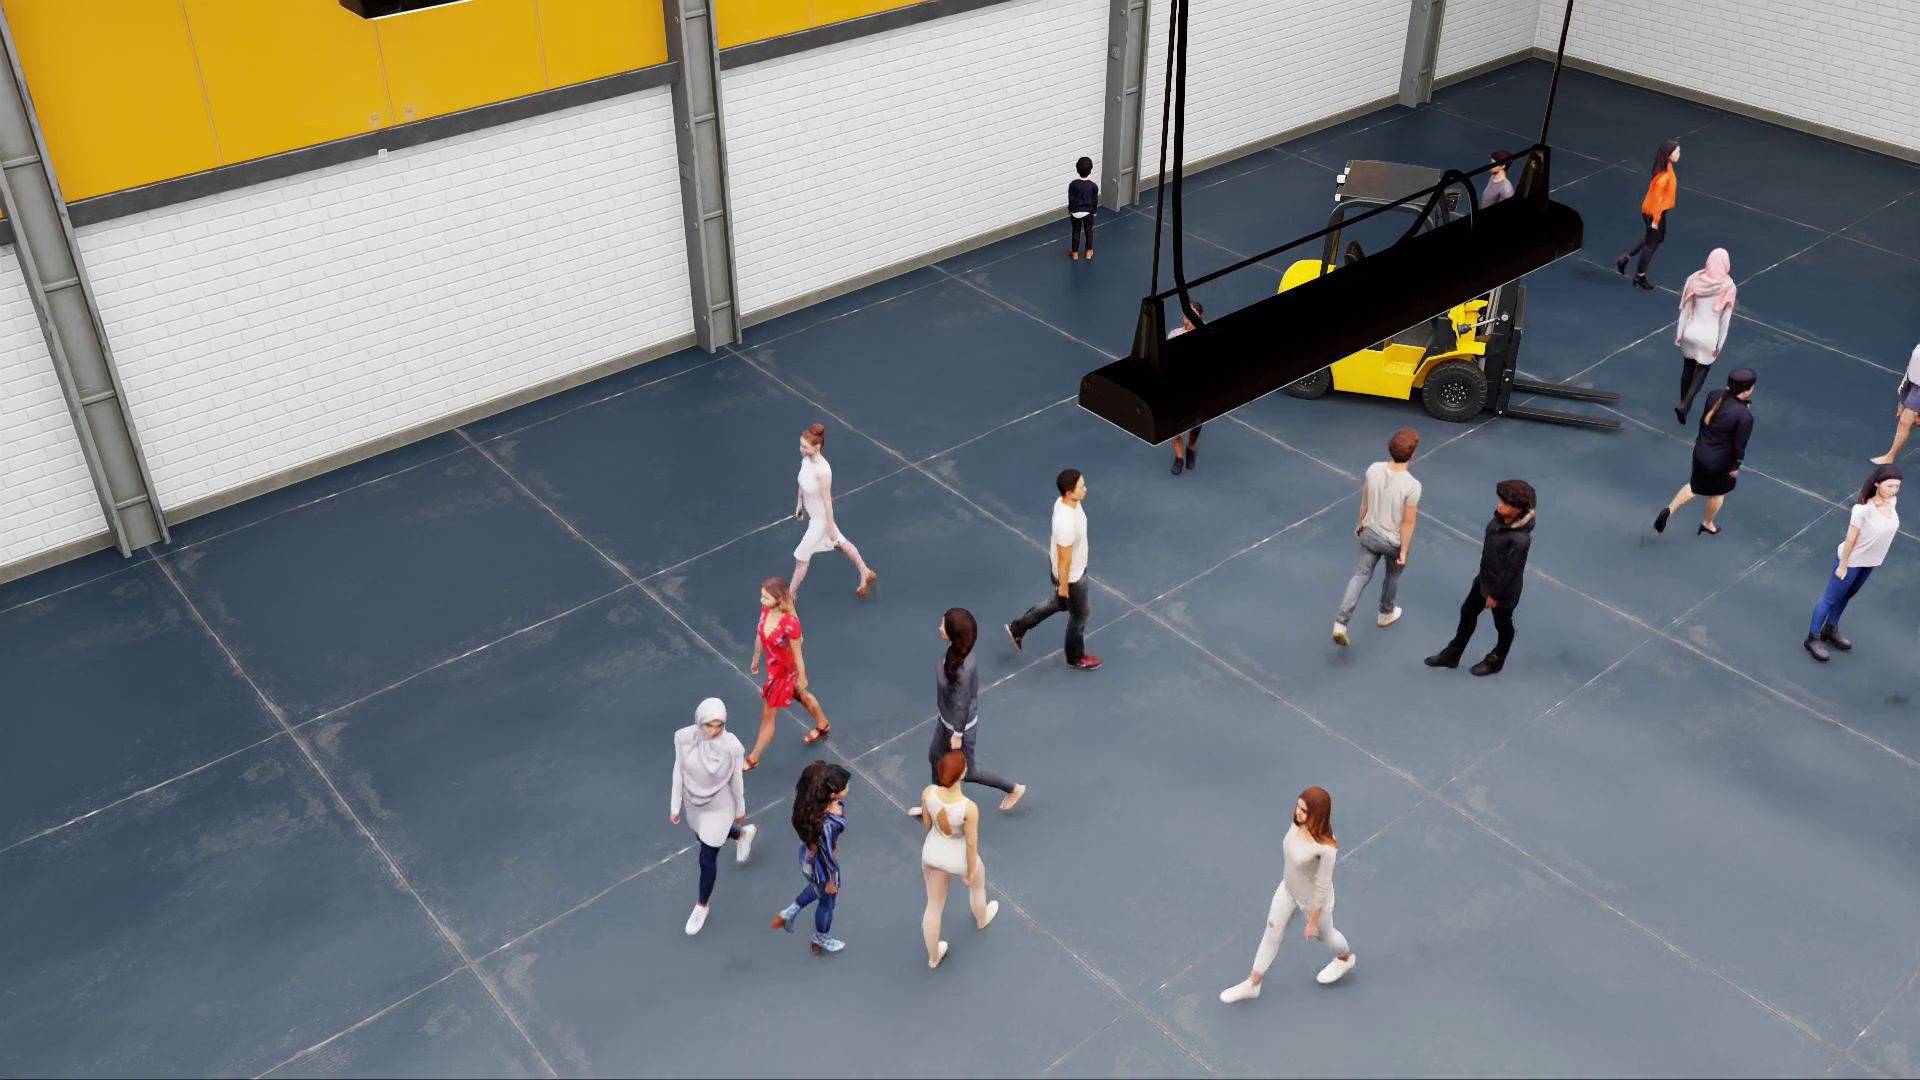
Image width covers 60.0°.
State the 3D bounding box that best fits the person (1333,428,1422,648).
[{"bbox_3d":[3.243,0.016,12.924,0.782,1.867,1.189,25,41,33],"label":"person"}]

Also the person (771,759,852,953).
[{"bbox_3d":[-0.926,1.979,10.202,0.915,1.611,0.832,-8,34,-11],"label":"person"}]

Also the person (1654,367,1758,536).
[{"bbox_3d":[6.389,-0.702,14.198,1.056,1.653,0.893,-11,35,-16],"label":"person"}]

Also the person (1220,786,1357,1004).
[{"bbox_3d":[2.160,2.112,9.953,1.214,1.664,0.820,-13,36,-19],"label":"person"}]

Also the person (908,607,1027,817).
[{"bbox_3d":[0.072,1.205,11.246,1.138,1.745,0.917,-7,34,-11],"label":"person"}]

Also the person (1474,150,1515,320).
[{"bbox_3d":[5.729,-3.312,17.949,0.757,1.847,0.729,0,34,-1],"label":"person"}]

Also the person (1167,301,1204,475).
[{"bbox_3d":[2.092,-1.423,15.208,0.744,1.736,0.790,7,34,10],"label":"person"}]

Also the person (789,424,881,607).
[{"bbox_3d":[-1.021,-0.158,13.303,1.200,1.737,0.829,-12,36,-18],"label":"person"}]

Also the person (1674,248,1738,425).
[{"bbox_3d":[7.043,-1.899,15.878,0.801,1.786,1.008,20,38,27],"label":"person"}]

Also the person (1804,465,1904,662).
[{"bbox_3d":[6.929,0.161,12.872,0.515,1.684,0.697,-18,38,-25],"label":"person"}]

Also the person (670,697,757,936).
[{"bbox_3d":[-1.552,1.646,10.589,0.951,1.737,1.174,15,37,22],"label":"person"}]

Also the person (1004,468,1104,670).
[{"bbox_3d":[0.739,0.223,12.689,1.104,1.783,1.014,1,34,2],"label":"person"}]

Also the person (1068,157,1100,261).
[{"bbox_3d":[1.426,-3.863,19.339,0.573,1.226,0.645,0,34,-1],"label":"person"}]

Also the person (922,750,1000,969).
[{"bbox_3d":[-0.096,1.994,10.168,0.784,1.625,0.940,13,36,18],"label":"person"}]

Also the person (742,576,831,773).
[{"bbox_3d":[-1.186,0.909,11.873,1.084,1.543,0.637,-21,39,-29],"label":"person"}]

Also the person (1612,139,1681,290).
[{"bbox_3d":[7.653,-3.632,18.533,0.851,1.733,0.803,11,35,16],"label":"person"}]

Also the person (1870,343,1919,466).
[{"bbox_3d":[8.927,-1.404,15.349,0.974,1.548,0.862,-2,34,-3],"label":"person"}]

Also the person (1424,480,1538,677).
[{"bbox_3d":[4.162,0.300,12.598,0.984,1.756,0.868,-6,34,-9],"label":"person"}]
